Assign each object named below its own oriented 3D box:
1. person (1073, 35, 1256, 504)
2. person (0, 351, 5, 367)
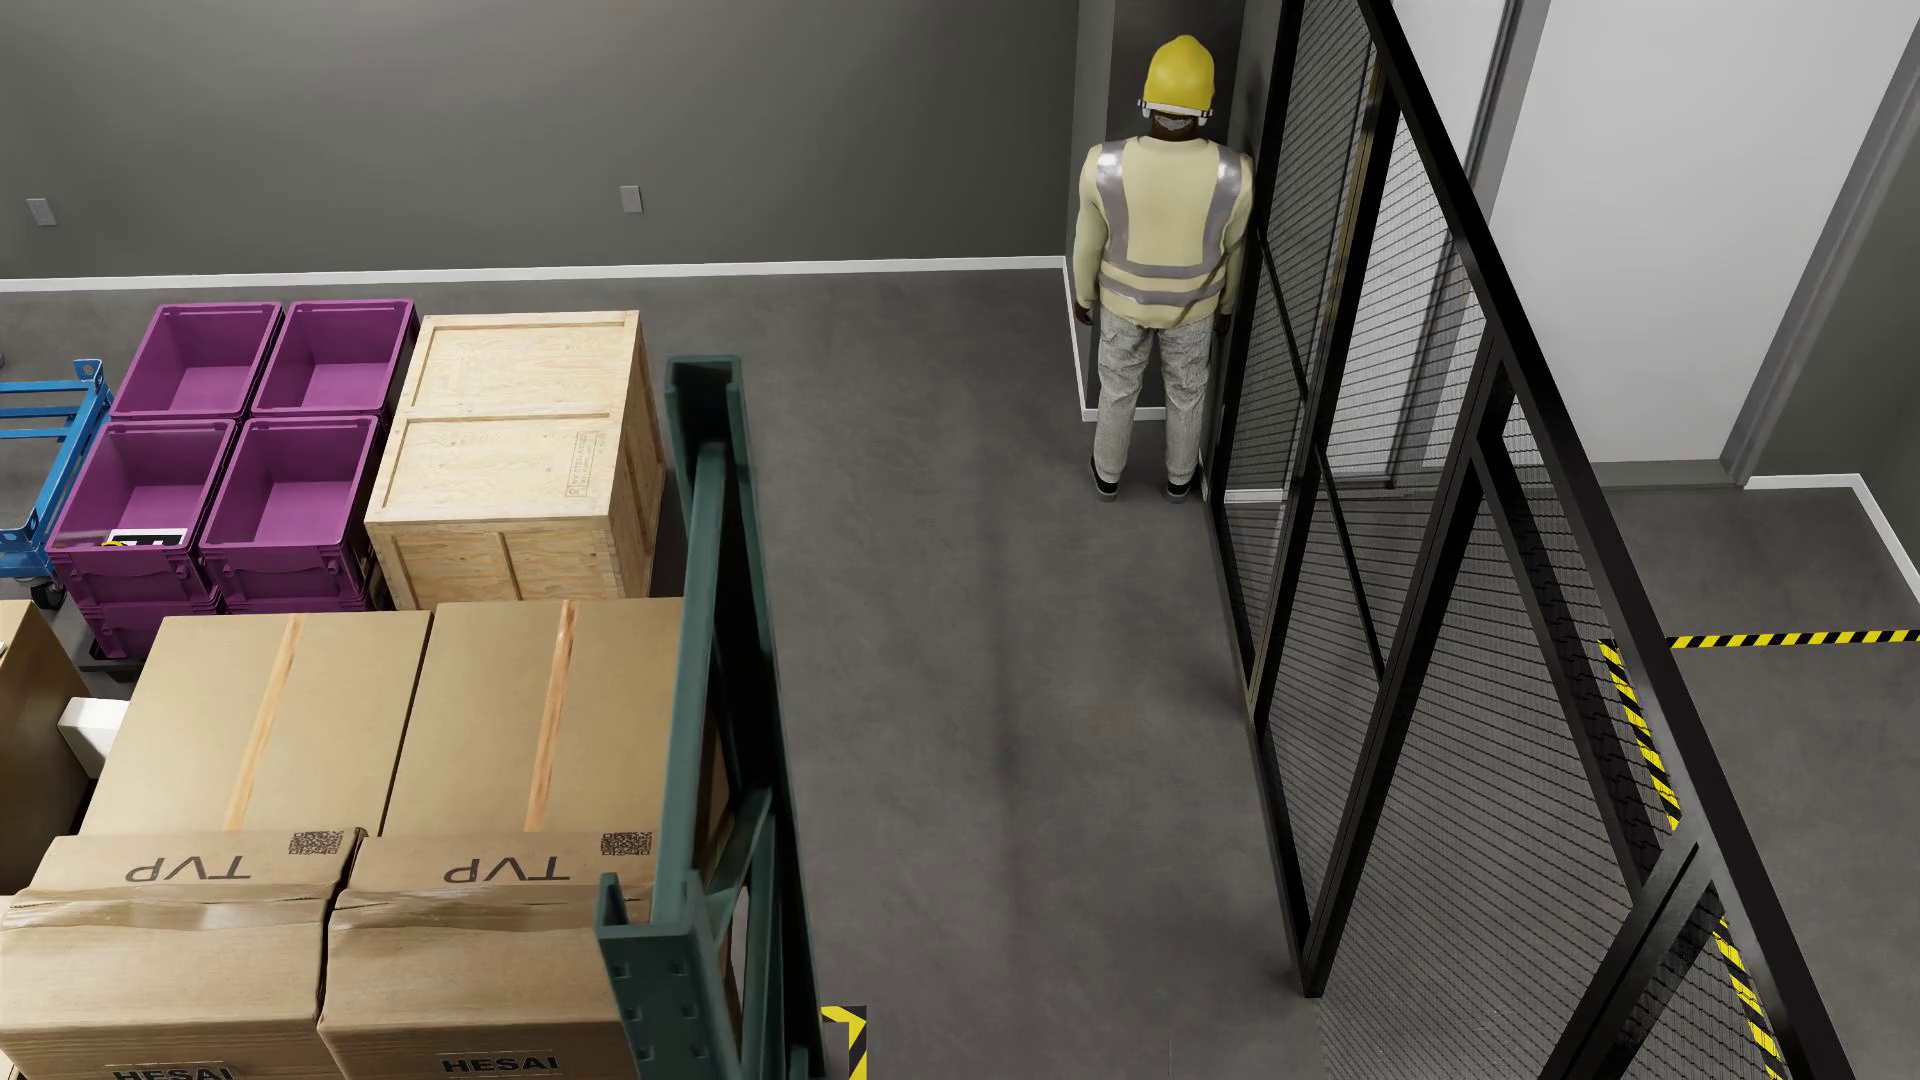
[{"bbox_3d":[0.675,-0.857,5.646,0.588,1.834,0.403,4,46,4],"label":"person"},{"bbox_3d":[-4.038,-1.270,5.969,0.372,1.940,0.630,-3,46,-3],"label":"person"}]
